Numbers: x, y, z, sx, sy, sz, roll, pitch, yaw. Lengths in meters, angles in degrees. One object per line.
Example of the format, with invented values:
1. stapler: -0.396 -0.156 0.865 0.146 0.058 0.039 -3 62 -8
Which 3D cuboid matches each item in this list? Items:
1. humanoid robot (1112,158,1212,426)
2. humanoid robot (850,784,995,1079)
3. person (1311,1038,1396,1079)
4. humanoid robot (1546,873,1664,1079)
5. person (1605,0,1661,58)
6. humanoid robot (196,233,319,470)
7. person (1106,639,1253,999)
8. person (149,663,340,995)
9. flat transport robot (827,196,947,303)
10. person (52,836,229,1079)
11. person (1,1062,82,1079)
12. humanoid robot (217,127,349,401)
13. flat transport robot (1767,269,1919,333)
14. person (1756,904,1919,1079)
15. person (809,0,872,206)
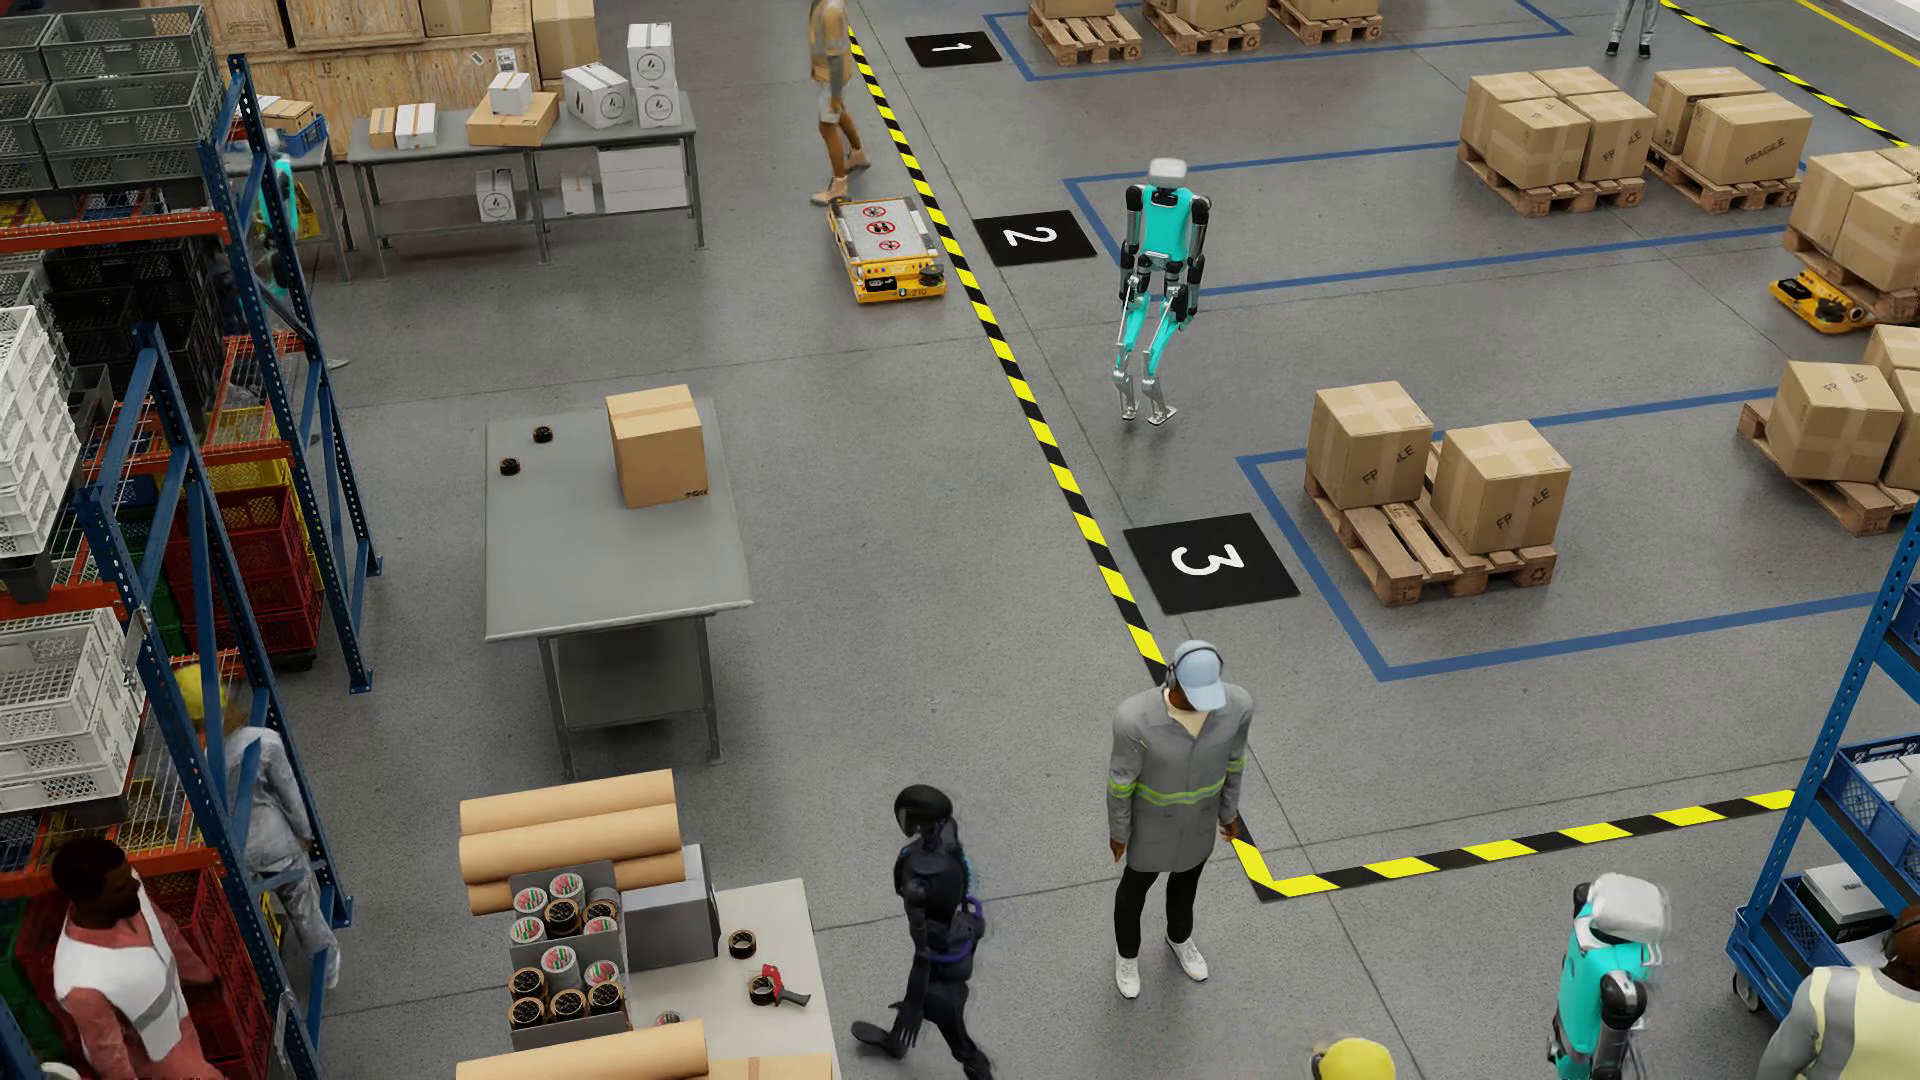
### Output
1. humanoid robot: 1.140 -1.429 10.134 0.533 1.674 0.735 17 40 22
2. humanoid robot: -0.104 1.574 6.303 0.775 1.622 0.609 8 37 11
3. person: 1.071 2.186 5.380 0.725 1.732 0.529 23 43 28
4. humanoid robot: 2.340 1.914 5.837 0.694 1.896 0.547 3 37 4
5. person: 6.470 -5.429 15.540 0.600 1.830 0.404 9 38 12
6. humanoid robot: -4.430 -1.143 9.960 0.599 1.639 0.805 29 46 33
7. person: 0.873 1.124 6.718 0.587 1.851 0.387 -10 38 -13
8. person: -2.892 1.203 6.710 0.500 1.730 0.352 -19 41 -23
9. flat transport robot: -0.570 -2.220 12.538 0.659 0.231 1.431 -8 37 -10
10. person: -2.810 1.729 5.858 0.472 1.904 0.598 -9 38 -12
11. person: -2.789 2.250 5.237 0.868 1.797 0.664 -15 39 -20
12. humanoid robot: -4.596 -1.719 10.659 0.984 1.771 0.539 -17 40 -22
13. flat transport robot: 6.650 -1.796 11.945 1.431 0.197 0.652 -8 37 -10
14. person: 3.021 1.908 5.672 0.627 1.842 0.429 10 38 13
15. person: -0.978 -3.672 13.032 0.605 2.011 0.843 -5 37 -7
